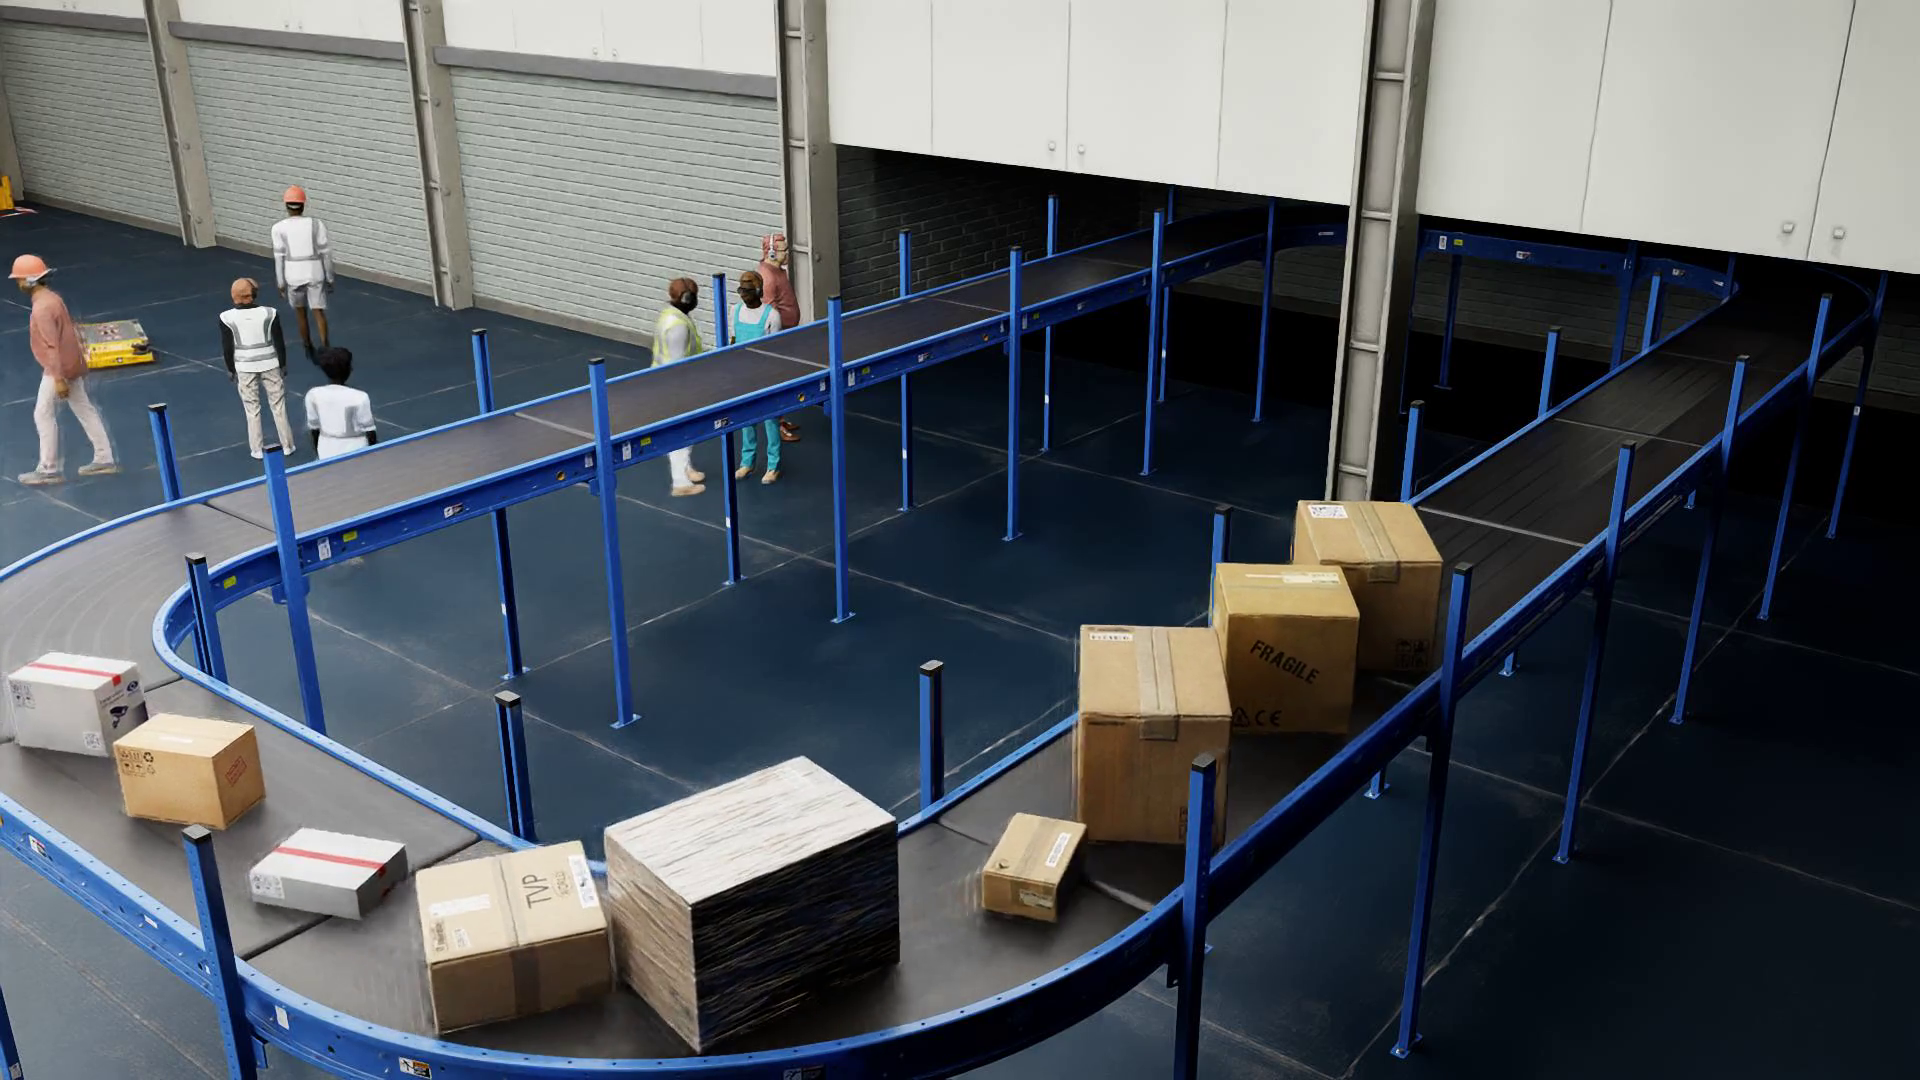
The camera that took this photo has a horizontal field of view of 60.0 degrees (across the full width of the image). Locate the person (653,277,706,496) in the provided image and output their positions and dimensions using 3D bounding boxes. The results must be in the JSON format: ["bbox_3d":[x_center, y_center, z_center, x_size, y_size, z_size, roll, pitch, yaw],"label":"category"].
[{"bbox_3d":[-2.368,-1.305,14.024,0.440,1.825,0.666,-3,22,-7],"label":"person"}]

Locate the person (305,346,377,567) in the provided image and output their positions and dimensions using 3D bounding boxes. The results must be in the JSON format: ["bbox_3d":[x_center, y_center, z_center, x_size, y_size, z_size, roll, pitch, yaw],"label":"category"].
[{"bbox_3d":[-4.608,-0.625,12.479,0.553,1.675,0.647,5,22,12],"label":"person"}]

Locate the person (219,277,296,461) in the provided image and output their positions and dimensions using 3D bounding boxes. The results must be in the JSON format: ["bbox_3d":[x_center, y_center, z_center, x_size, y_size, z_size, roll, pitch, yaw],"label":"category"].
[{"bbox_3d":[-6.254,-1.515,14.803,0.515,1.636,0.315,-9,23,-22],"label":"person"}]

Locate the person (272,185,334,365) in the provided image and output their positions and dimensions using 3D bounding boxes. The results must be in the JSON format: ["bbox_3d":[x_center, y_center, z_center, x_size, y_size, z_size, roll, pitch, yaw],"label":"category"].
[{"bbox_3d":[-6.959,-2.791,17.700,0.562,1.903,0.827,-8,23,-19],"label":"person"}]

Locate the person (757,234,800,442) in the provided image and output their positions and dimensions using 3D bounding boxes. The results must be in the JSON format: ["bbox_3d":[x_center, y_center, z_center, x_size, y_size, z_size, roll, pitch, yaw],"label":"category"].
[{"bbox_3d":[-1.672,-1.869,15.339,0.409,1.908,0.639,-1,22,-4],"label":"person"}]

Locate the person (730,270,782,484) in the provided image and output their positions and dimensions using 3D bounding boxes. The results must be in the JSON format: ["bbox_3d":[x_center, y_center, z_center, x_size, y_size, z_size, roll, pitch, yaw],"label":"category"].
[{"bbox_3d":[-1.745,-1.390,14.203,0.506,1.846,0.345,9,23,22],"label":"person"}]

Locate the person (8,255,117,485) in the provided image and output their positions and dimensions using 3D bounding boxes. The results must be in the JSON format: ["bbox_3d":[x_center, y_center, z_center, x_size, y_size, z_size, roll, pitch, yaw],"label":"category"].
[{"bbox_3d":[-7.810,-1.452,14.201,0.872,1.956,0.653,-6,22,-15],"label":"person"}]

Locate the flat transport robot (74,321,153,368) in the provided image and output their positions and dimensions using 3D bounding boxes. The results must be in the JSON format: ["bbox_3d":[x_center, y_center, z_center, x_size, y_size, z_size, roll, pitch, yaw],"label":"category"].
[{"bbox_3d":[-9.352,-2.188,18.345,0.652,0.197,1.431,-12,25,-28],"label":"flat transport robot"}]
